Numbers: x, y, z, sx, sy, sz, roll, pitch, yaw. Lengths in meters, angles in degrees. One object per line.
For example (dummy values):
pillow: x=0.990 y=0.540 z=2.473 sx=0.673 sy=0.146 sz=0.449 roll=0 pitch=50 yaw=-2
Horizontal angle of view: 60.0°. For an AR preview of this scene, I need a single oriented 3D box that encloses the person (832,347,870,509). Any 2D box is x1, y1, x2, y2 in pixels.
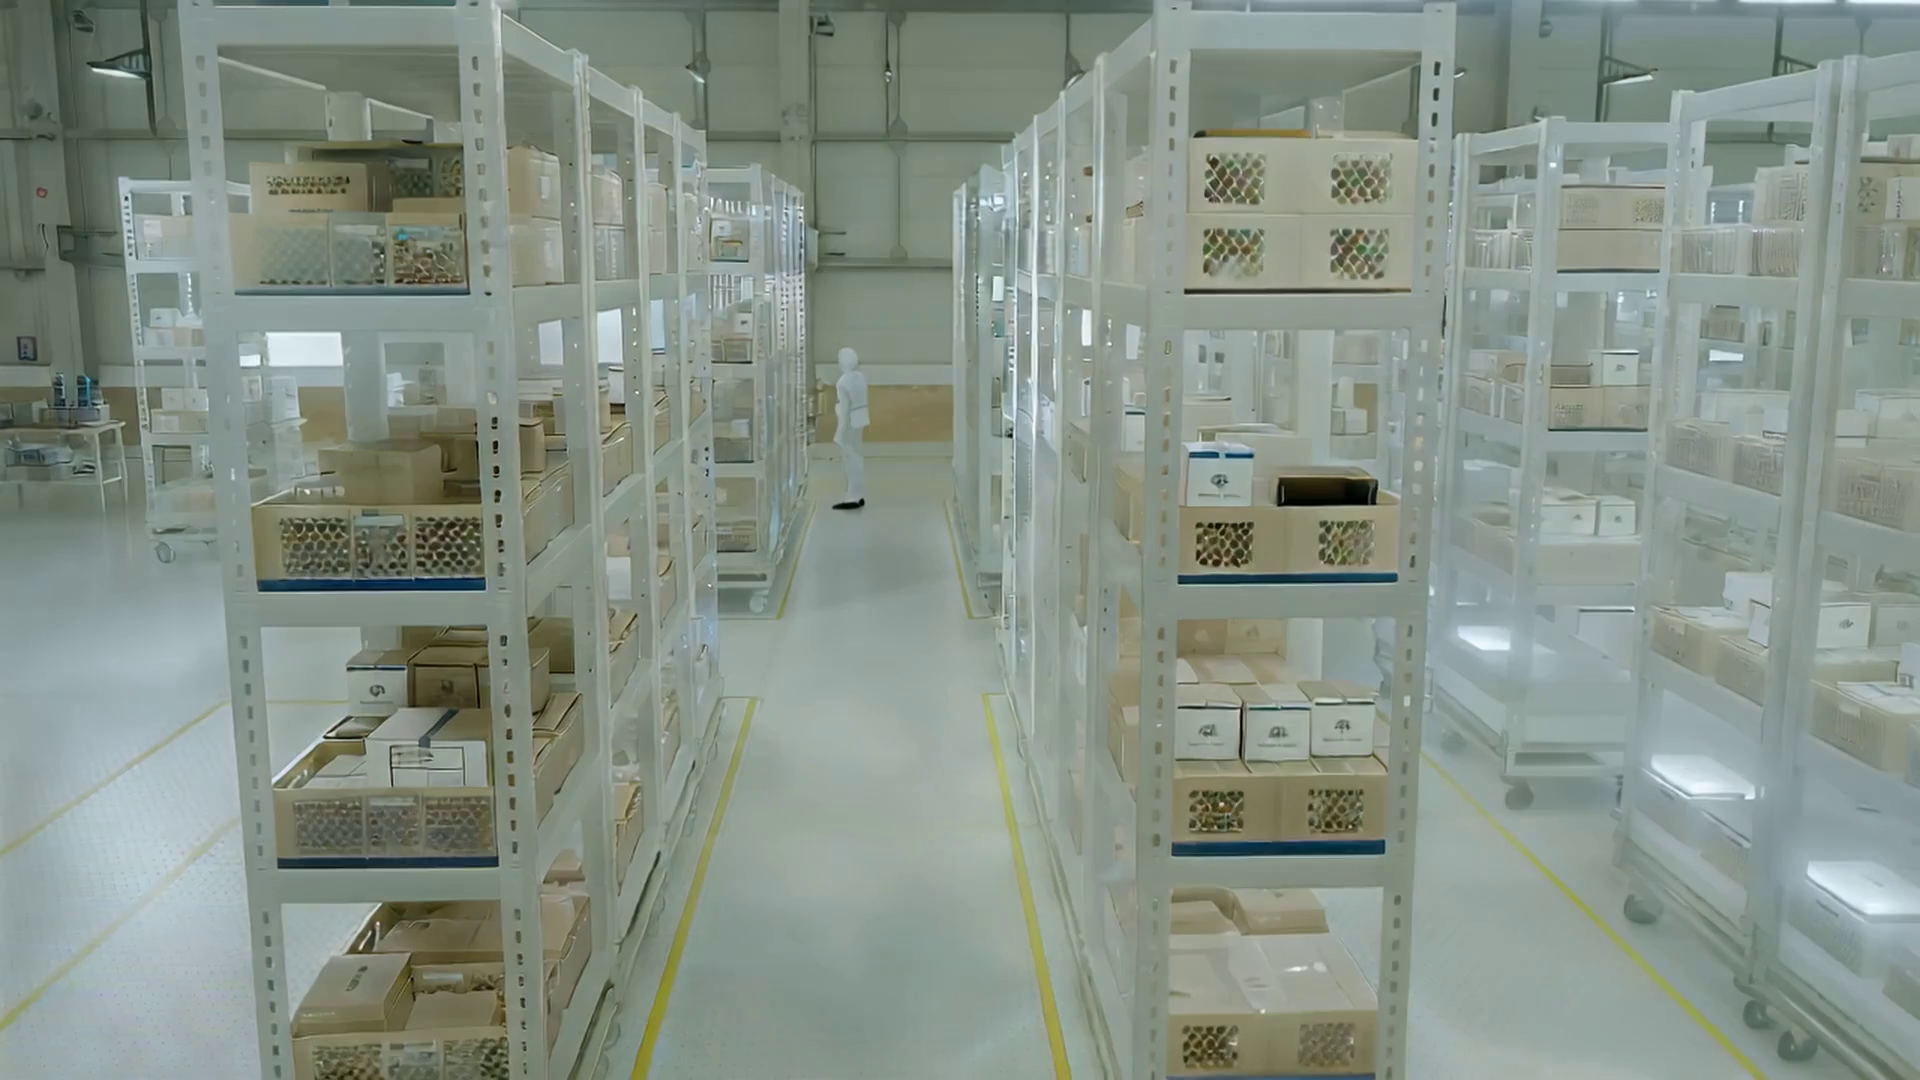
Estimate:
person: x=-1.240 y=-1.278 z=18.998 sx=0.390 sy=1.850 sz=0.565 roll=4 pitch=11 yaw=21
